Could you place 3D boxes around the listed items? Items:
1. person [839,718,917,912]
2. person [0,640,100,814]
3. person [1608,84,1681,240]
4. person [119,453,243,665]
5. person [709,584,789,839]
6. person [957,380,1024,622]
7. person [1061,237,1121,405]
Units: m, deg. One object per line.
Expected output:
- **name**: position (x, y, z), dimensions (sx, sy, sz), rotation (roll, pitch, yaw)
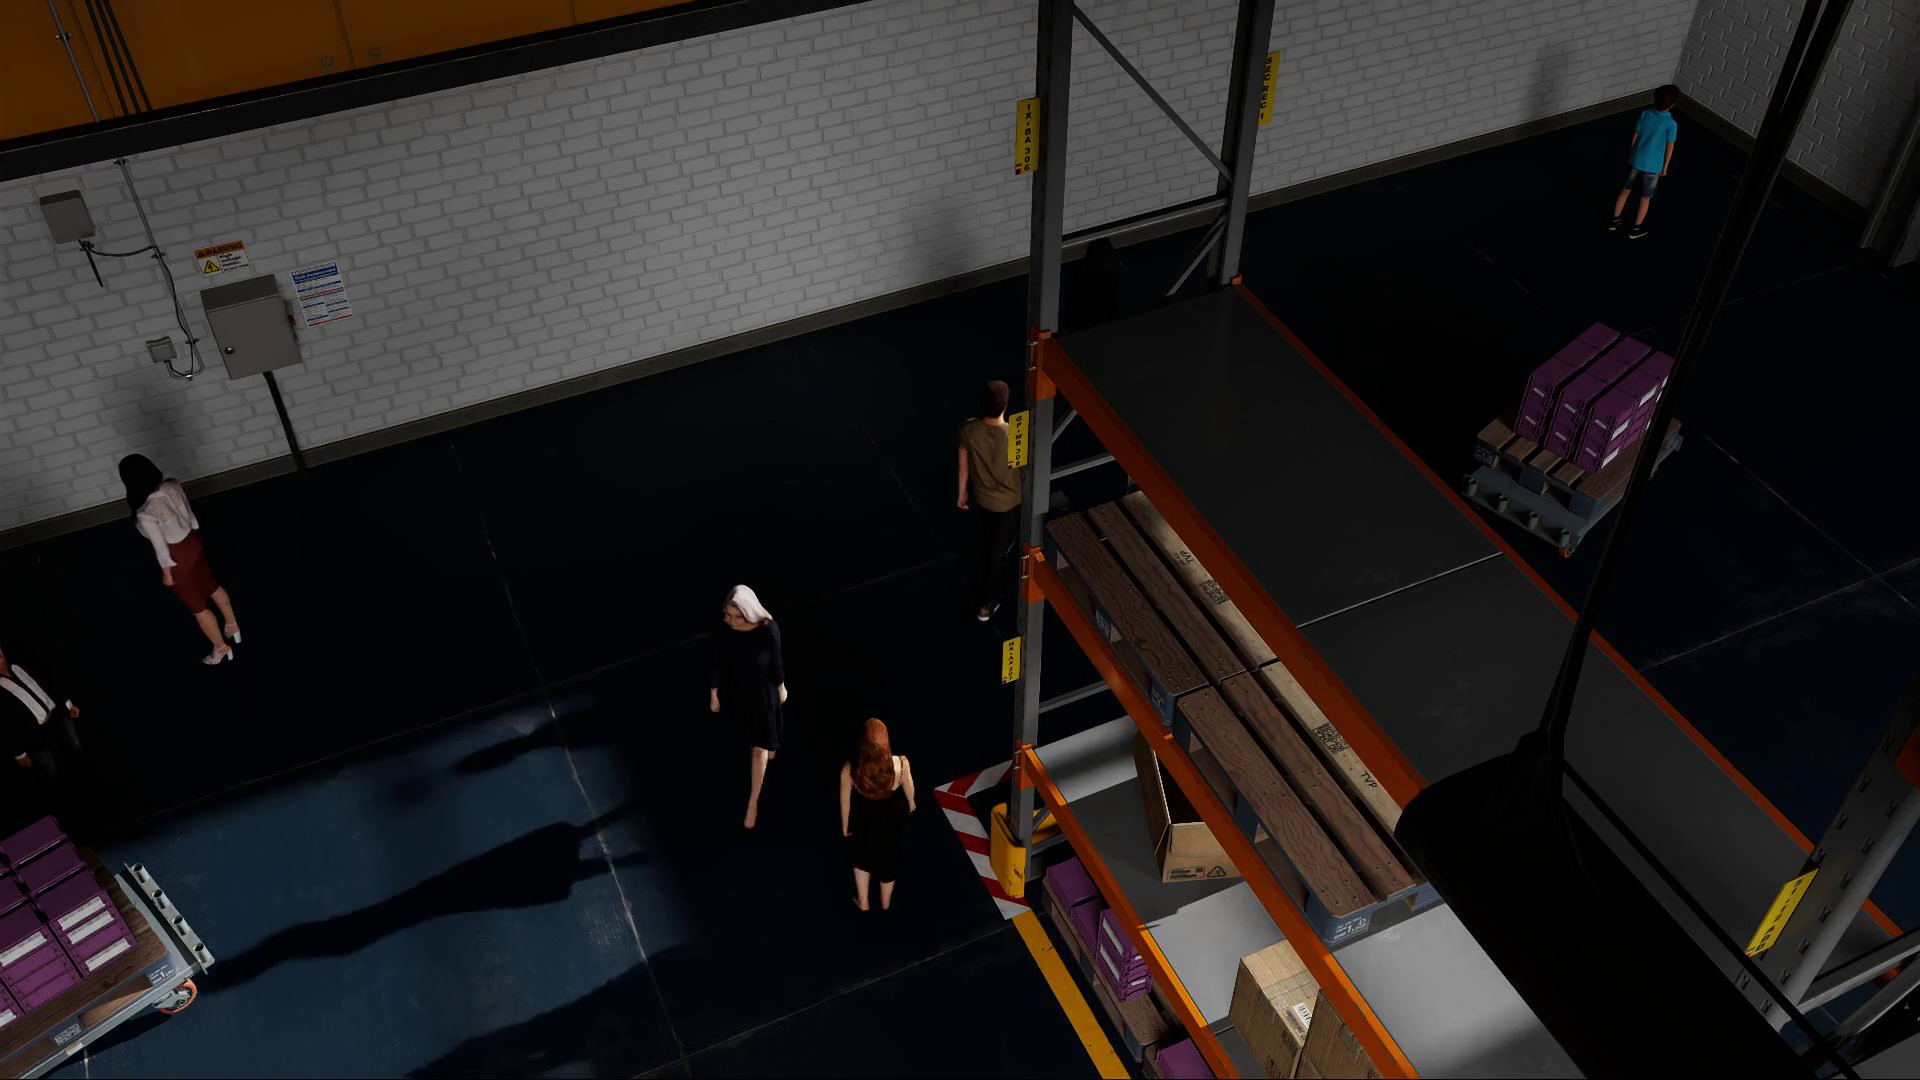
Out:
- **person**: position (-0.452, 1.624, 9.329), dimensions (0.673, 1.614, 0.703), rotation (-2, 44, -2)
- **person**: position (-5.522, 1.095, 10.029), dimensions (0.800, 1.779, 0.835), rotation (15, 46, 15)
- **person**: position (6.063, -3.358, 14.678), dimensions (0.641, 1.449, 0.514), rotation (-34, 53, -31)
- **person**: position (-5.049, 0.126, 10.803), dimensions (0.733, 1.750, 0.626), rotation (5, 44, 6)
- **person**: position (-1.230, 0.859, 10.059), dimensions (1.043, 1.715, 1.137), rotation (10, 45, 11)
- **person**: position (0.217, -0.242, 11.137), dimensions (1.121, 1.823, 1.162), rotation (15, 46, 15)
- **person**: position (0.996, -1.592, 12.692), dimensions (0.780, 1.631, 0.851), rotation (3, 44, 3)
